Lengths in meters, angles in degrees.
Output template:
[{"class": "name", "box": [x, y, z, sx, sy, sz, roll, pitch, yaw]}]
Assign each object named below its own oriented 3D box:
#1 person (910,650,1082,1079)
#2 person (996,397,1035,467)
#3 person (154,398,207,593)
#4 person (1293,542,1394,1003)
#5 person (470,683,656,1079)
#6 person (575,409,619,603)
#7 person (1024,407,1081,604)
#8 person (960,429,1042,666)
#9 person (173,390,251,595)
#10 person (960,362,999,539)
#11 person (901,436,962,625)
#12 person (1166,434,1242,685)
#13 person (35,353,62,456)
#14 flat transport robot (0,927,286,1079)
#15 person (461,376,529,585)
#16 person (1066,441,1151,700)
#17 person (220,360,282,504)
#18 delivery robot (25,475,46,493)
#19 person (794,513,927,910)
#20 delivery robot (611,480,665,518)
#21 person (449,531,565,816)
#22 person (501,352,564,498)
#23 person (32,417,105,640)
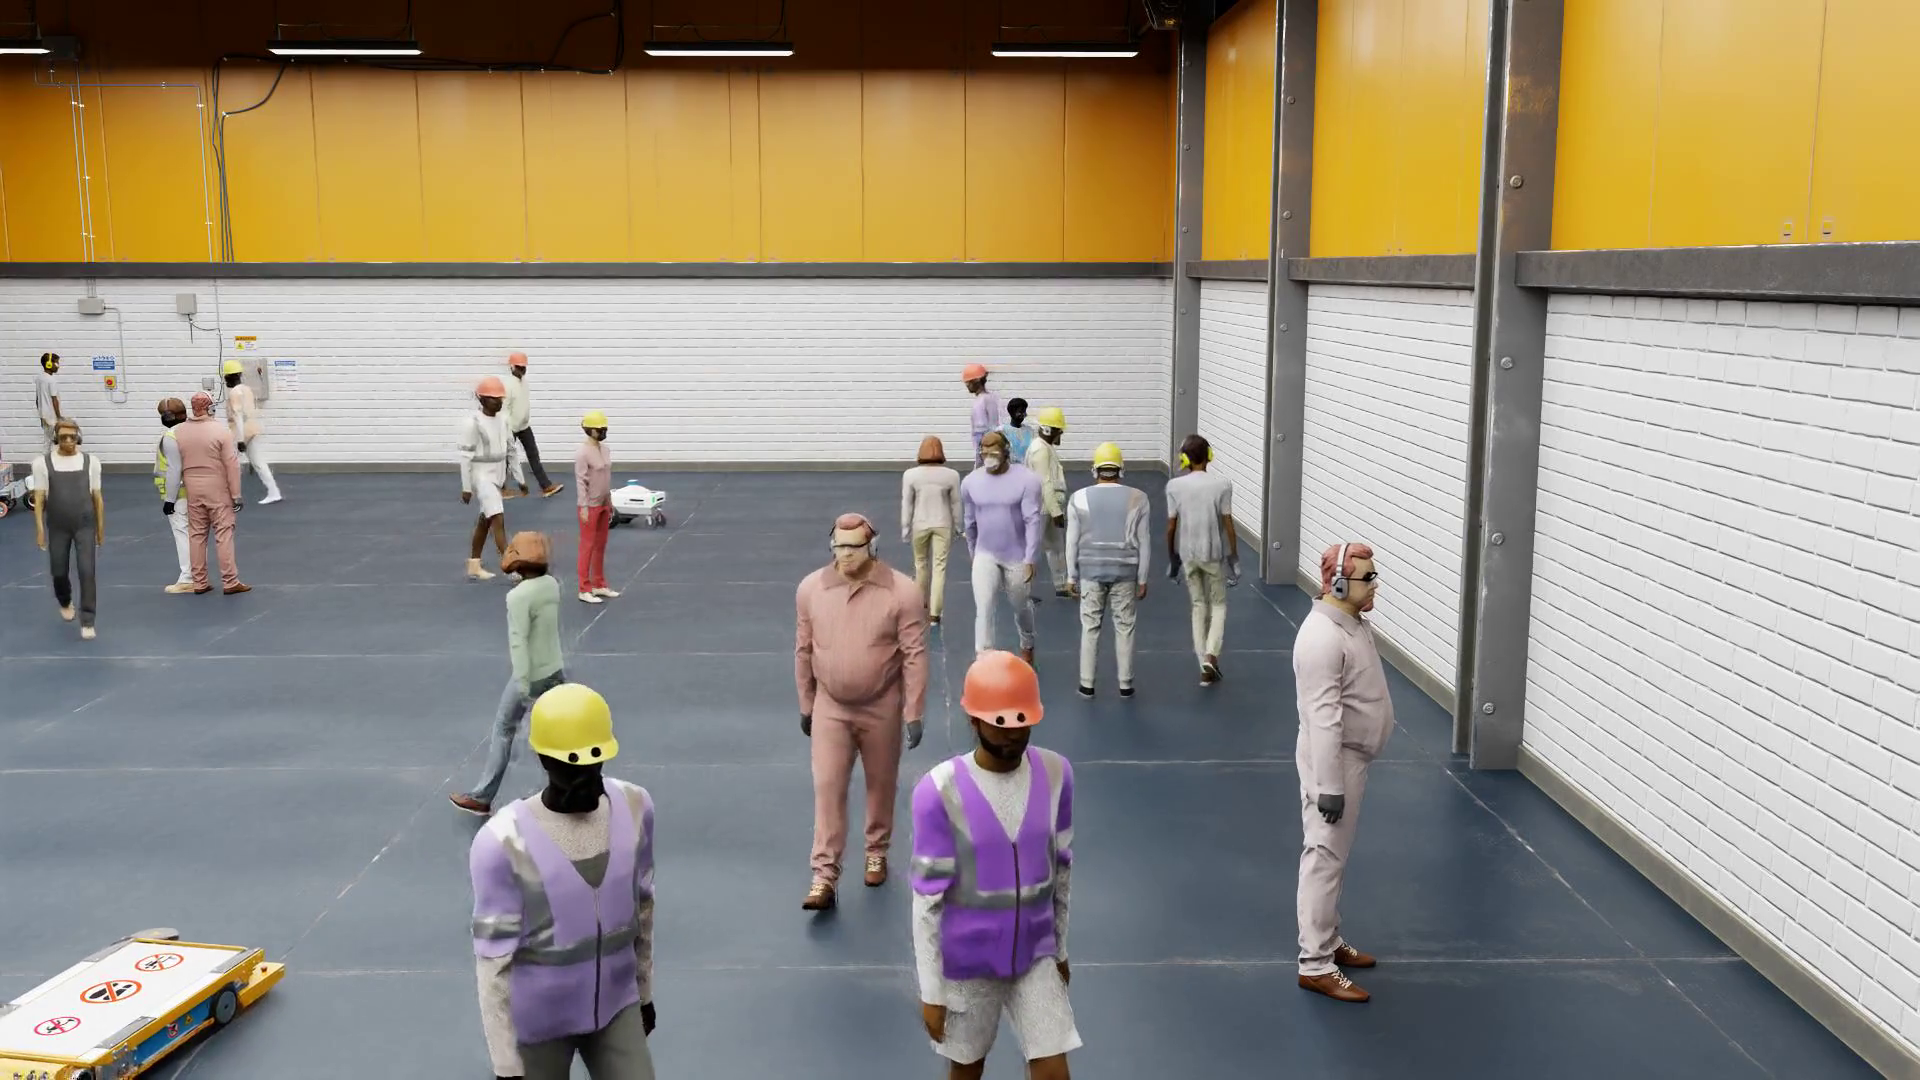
[{"class": "person", "box": [0.153, 1.281, 4.966, 0.565, 1.906, 0.794, -4, 10, -22]}, {"class": "person", "box": [0.580, -0.656, 17.511, 0.531, 1.693, 0.320, -6, 11, -35]}, {"class": "person", "box": [-7.328, -0.421, 15.637, 0.429, 1.838, 0.622, 0, 9, -3]}, {"class": "person", "box": [1.608, 0.952, 7.001, 0.408, 1.908, 0.641, 3, 10, 19]}, {"class": "person", "box": [-1.016, 1.342, 4.641, 0.608, 1.893, 0.845, -8, 12, -42]}, {"class": "person", "box": [-3.310, -0.314, 15.194, 0.325, 1.767, 0.533, 3, 10, 18]}, {"class": "person", "box": [0.804, -0.307, 15.072, 0.576, 1.818, 0.602, 1, 9, 8]}, {"class": "person", "box": [0.324, 0.108, 12.258, 0.630, 1.896, 1.010, 2, 10, 13]}, {"class": "person", "box": [-6.982, -0.436, 15.504, 0.639, 1.910, 0.407, 1, 9, 7]}, {"class": "person", "box": [0.346, -0.978, 18.526, 0.707, 2.010, 0.624, 2, 10, 14]}, {"class": "person", "box": [-0.241, -0.108, 14.414, 0.525, 1.595, 0.801, 0, 9, 1]}, {"class": "person", "box": [1.787, 0.147, 12.136, 0.584, 1.835, 0.393, 3, 10, 19]}, {"class": "person", "box": [-12.751, -1.694, 23.357, 0.518, 1.863, 0.329, 7, 12, 36]}, {"class": "flat transport robot", "box": [-3.312, 1.864, 6.406, 0.652, 0.197, 1.431, 2, 9, 11]}, {"class": "person", "box": [-4.404, -0.567, 16.013, 1.016, 1.995, 0.621, 3, 10, 20]}, {"class": "person", "box": [1.045, 0.221, 11.712, 0.593, 1.830, 0.403, 1, 9, 6]}, {"class": "person", "box": [-9.233, -1.367, 21.330, 1.013, 1.872, 0.611, 0, 9, -3]}, {"class": "delivery robot", "box": [-11.420, -0.717, 21.080, 0.707, 0.478, 0.477, -3, 10, -16]}, {"class": "person", "box": [-0.496, 0.818, 7.916, 0.669, 1.866, 0.927, 1, 9, 7]}, {"class": "delivery robot", "box": [-3.837, -0.464, 19.529, 0.707, 0.478, 0.477, 2, 9, 14]}, {"class": "person", "box": [-2.436, 0.745, 9.223, 0.815, 1.583, 0.495, 3, 10, 19]}, {"class": "person", "box": [-5.748, -1.490, 21.855, 1.024, 1.939, 0.664, 4, 10, 23]}, {"class": "person", "box": [-7.356, -0.111, 13.758, 0.521, 1.830, 0.702, -6, 11, -31]}]
